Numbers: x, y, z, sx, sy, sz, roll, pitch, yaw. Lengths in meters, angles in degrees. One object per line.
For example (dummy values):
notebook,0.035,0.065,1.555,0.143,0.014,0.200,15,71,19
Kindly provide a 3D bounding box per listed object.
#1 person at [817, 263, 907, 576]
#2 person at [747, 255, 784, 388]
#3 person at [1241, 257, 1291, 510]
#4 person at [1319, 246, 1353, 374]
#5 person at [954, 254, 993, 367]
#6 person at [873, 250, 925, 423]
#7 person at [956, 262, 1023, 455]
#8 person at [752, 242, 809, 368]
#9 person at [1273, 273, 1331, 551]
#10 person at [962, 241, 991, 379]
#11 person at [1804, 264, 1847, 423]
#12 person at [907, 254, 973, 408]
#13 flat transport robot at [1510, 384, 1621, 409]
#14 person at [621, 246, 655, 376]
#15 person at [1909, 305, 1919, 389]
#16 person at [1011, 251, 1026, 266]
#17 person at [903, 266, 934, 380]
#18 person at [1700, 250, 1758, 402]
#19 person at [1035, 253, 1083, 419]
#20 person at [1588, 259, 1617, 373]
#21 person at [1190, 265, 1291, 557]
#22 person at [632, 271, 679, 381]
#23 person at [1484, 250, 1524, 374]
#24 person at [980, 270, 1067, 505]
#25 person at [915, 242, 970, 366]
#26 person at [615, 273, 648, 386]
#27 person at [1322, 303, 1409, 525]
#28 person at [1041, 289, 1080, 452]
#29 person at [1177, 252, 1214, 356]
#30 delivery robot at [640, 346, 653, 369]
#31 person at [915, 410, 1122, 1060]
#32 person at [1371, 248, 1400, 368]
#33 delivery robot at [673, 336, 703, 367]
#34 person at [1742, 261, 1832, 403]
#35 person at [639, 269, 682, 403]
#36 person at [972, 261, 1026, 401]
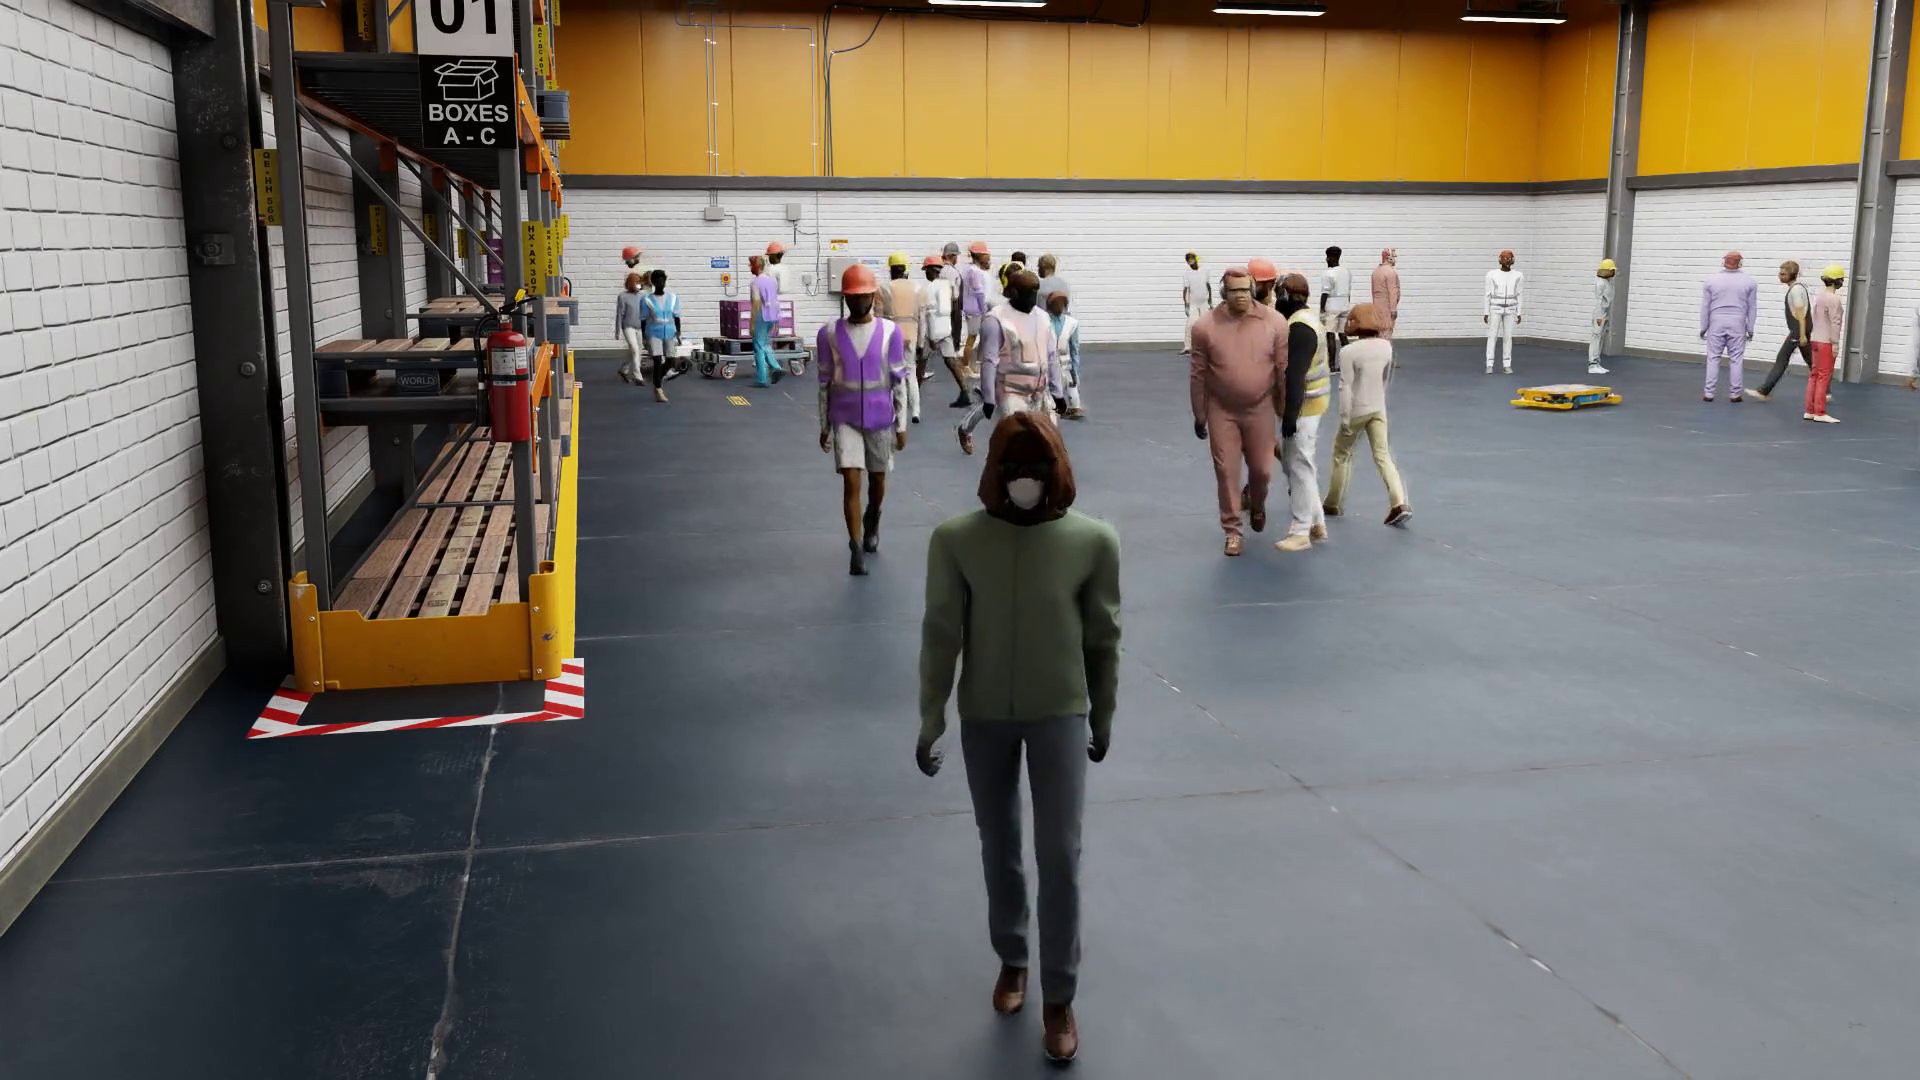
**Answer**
person,-0.615,-0.778,10.422,0.549,1.907,0.912,-1,10,-6
person,-2.734,-3.010,22.951,0.437,1.827,0.580,4,11,21
person,2.369,-1.189,12.638,0.792,1.916,0.561,-5,11,-27
person,5.719,-3.505,25.398,0.618,1.953,0.398,-7,12,-33
person,0.250,-3.588,26.108,0.757,1.858,0.609,-5,11,-27
person,-0.701,-2.244,18.492,0.625,1.935,0.379,-4,11,-22
person,0.357,-1.662,15.492,0.845,1.840,0.528,9,14,42
person,-2.847,-3.720,26.438,0.989,2.013,0.621,5,11,26
person,2.228,-0.839,10.992,0.437,1.826,0.791,2,10,9
person,0.306,-3.359,24.369,0.683,2.016,0.629,-1,10,-8
person,9.733,-2.202,18.658,0.296,1.772,0.533,1,10,6
person,-0.264,-2.542,20.293,1.015,1.882,0.535,7,12,34
flat transport robot,7.441,-1.767,20.397,1.431,0.197,0.652,-8,13,-39
person,-4.774,-3.423,24.971,0.580,1.943,0.653,7,12,35
person,8.672,-1.502,14.637,0.596,1.820,0.511,8,13,38
person,0.837,-3.057,23.063,0.858,1.893,0.607,8,13,38
person,-0.836,-3.058,23.572,0.966,1.710,0.548,-3,11,-16
person,9.679,-2.687,20.969,0.650,1.906,0.403,5,11,24
person,1.025,-2.317,18.991,1.040,1.888,0.652,10,14,44
person,9.894,-3.439,25.581,0.312,1.744,0.487,7,12,33
person,1.842,-0.858,10.923,0.686,1.878,0.671,1,10,8
person,-4.432,-3.060,23.898,0.871,1.585,0.550,8,13,38
person,8.283,-3.472,25.377,0.575,1.885,0.355,1,10,5
person,0.480,-1.043,12.096,0.612,1.816,0.651,10,14,43
person,-0.280,-3.838,26.974,0.829,2.000,0.692,-3,11,-16
person,-4.650,-2.968,23.421,0.799,1.593,0.514,9,14,41
person,2.939,-0.913,12.012,0.499,1.596,0.859,-5,11,-25
person,0.859,-1.598,15.889,0.557,1.586,0.946,-4,11,-20
person,4.190,-4.138,29.250,0.655,1.831,0.332,-3,11,-15
delivery robot,-4.629,-2.762,24.866,0.477,0.478,0.707,1,10,7
person,0.144,0.487,4.205,0.507,1.613,0.642,2,10,9
person,6.822,-3.699,26.571,0.407,1.910,0.639,-3,11,-14
delivery robot,-4.284,-2.897,25.618,0.477,0.478,0.707,7,12,34
person,10.425,-2.587,20.771,1.029,1.774,0.596,5,12,28
person,-3.830,-2.594,21.087,0.530,1.673,0.642,-6,12,-32
person,0.608,-2.617,20.946,0.953,1.783,0.574,4,11,22
